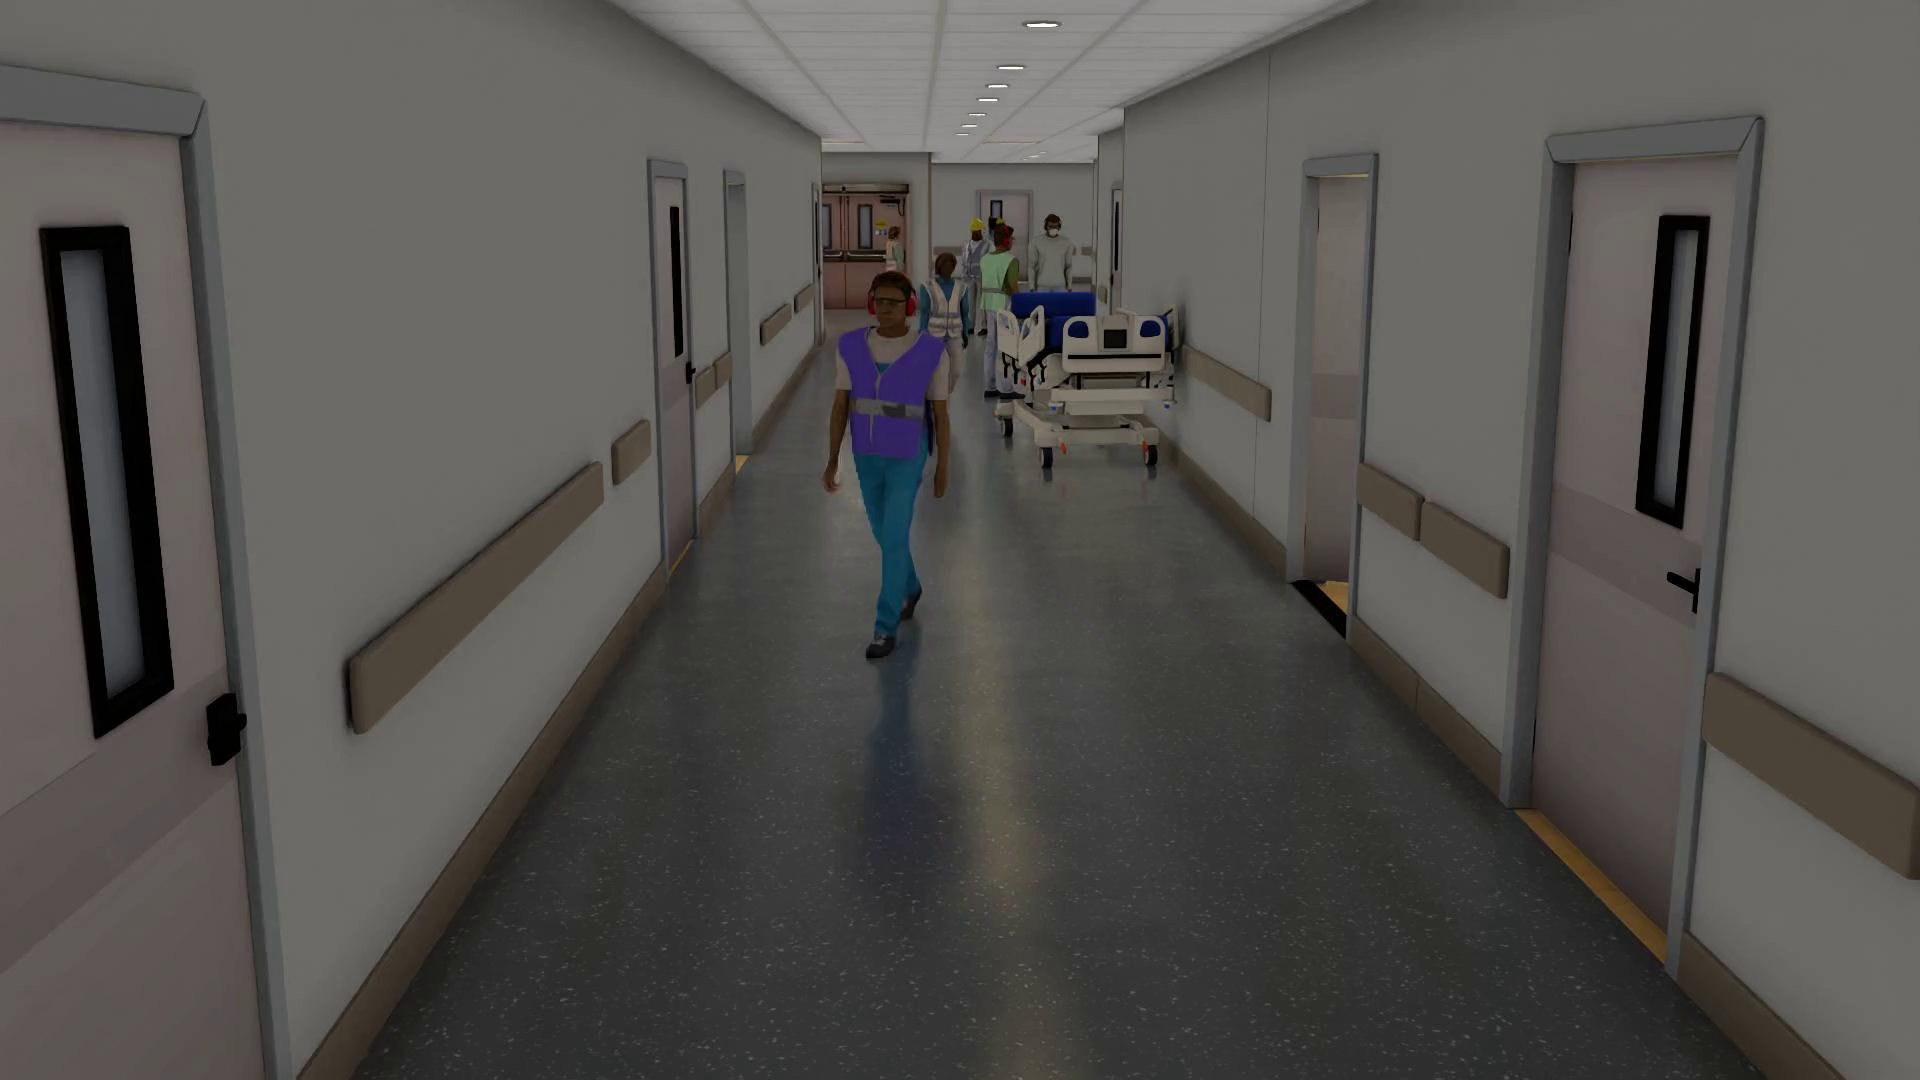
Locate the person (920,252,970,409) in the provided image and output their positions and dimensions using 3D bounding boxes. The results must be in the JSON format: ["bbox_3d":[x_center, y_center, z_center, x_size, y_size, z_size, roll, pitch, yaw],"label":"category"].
[{"bbox_3d":[-0.167,-1.996,16.252,0.517,1.621,0.494,-4,12,-18],"label":"person"}]

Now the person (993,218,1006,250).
[{"bbox_3d":[0.797,-6.228,36.666,0.609,1.696,0.543,-6,13,-26],"label":"person"}]

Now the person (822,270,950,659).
[{"bbox_3d":[-0.320,-0.409,8.086,0.573,1.806,0.951,5,12,21],"label":"person"}]

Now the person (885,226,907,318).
[{"bbox_3d":[-1.178,-4.819,29.955,0.310,1.642,0.514,-7,13,-29],"label":"person"}]

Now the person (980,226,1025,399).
[{"bbox_3d":[0.431,-2.431,17.820,0.386,1.845,0.567,-10,15,-40],"label":"person"}]

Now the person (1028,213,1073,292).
[{"bbox_3d":[1.221,-3.403,22.345,0.628,1.935,0.373,-2,12,-12],"label":"person"}]

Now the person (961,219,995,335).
[{"bbox_3d":[0.268,-4.129,26.161,0.590,1.824,0.403,7,13,30],"label":"person"}]
